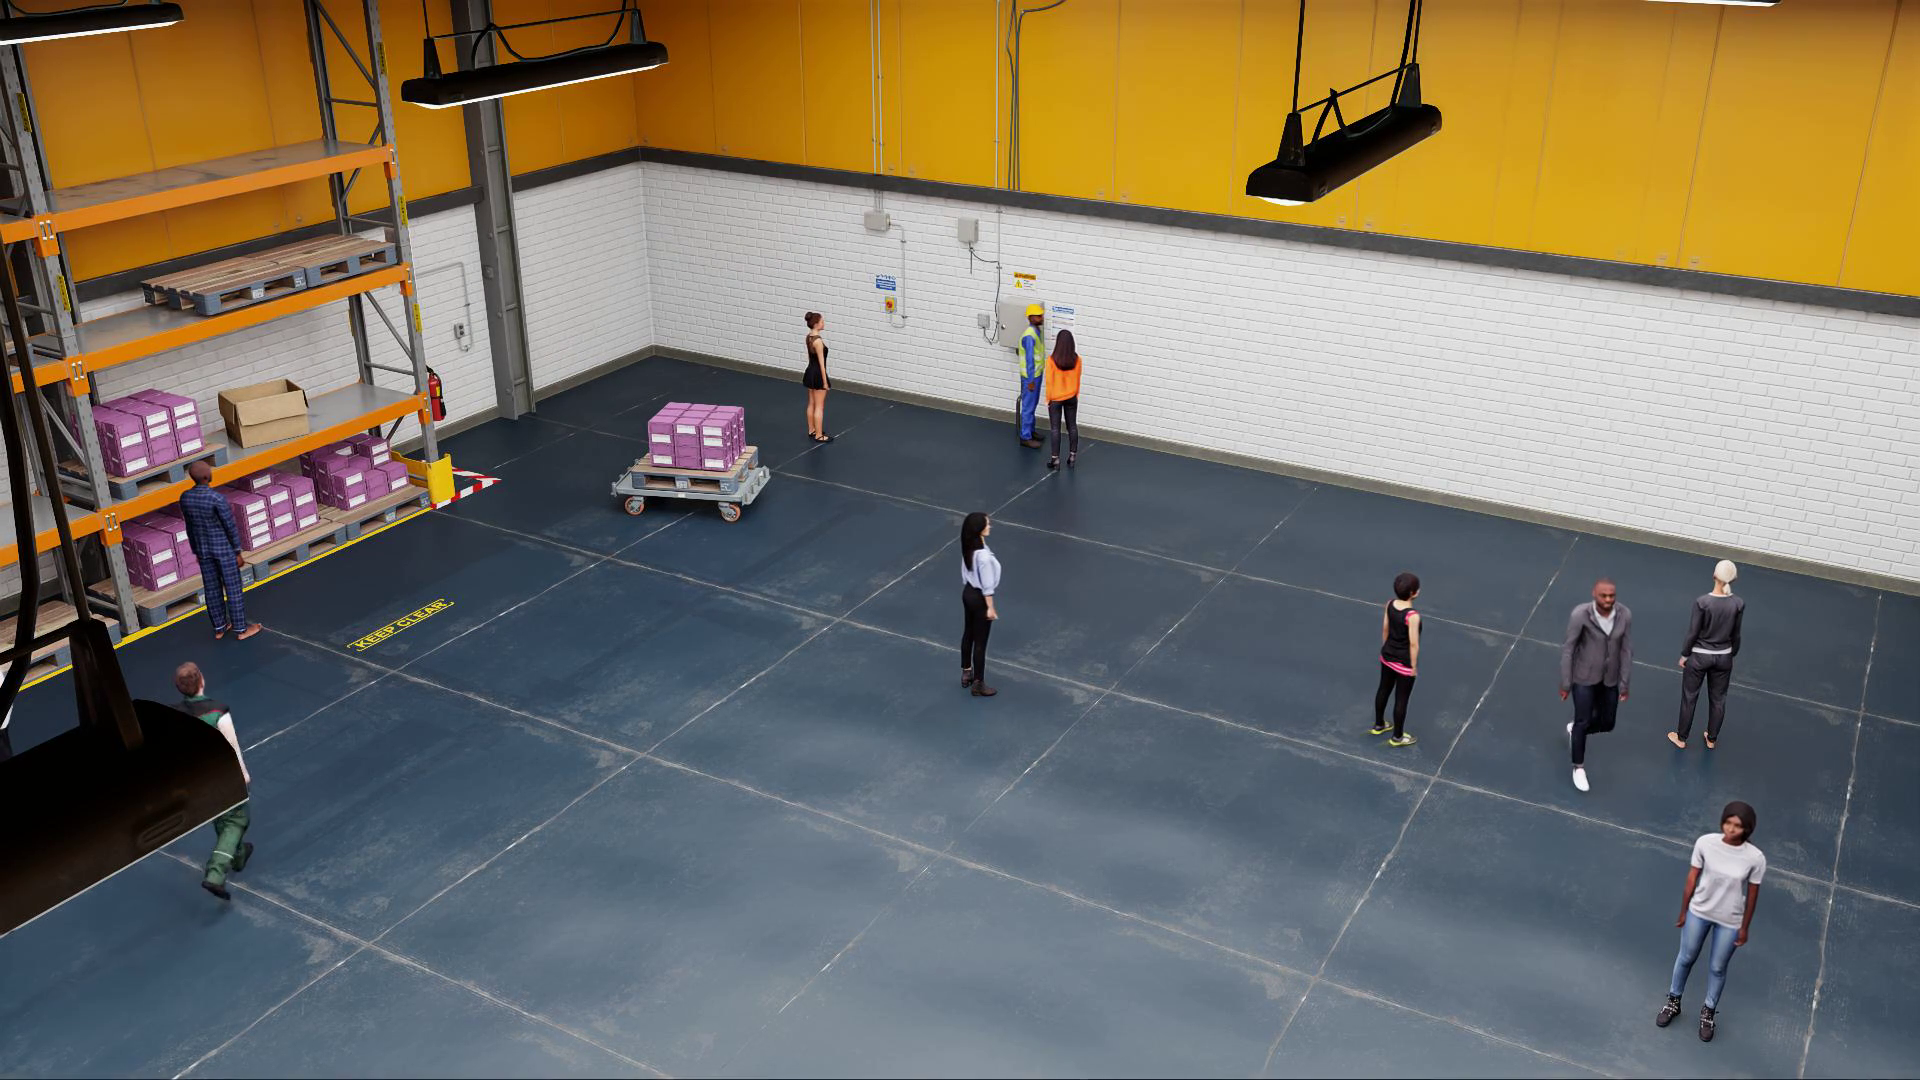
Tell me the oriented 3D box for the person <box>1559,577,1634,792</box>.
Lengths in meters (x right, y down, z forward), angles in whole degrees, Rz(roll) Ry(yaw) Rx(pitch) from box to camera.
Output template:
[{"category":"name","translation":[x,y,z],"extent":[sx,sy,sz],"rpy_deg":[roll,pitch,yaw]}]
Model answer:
[{"category":"person","translation":[5.156,1.111,13.575],"extent":[0.991,1.803,1.081],"rpy_deg":[-1,24,-2]}]

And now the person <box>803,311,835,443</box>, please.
[{"category":"person","translation":[-1.811,-2.073,21.019],"extent":[0.712,1.675,0.677],"rpy_deg":[-11,26,-24]}]

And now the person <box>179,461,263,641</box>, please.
[{"category":"person","translation":[-7.106,0.093,15.885],"extent":[0.741,1.819,0.726],"rpy_deg":[4,24,9]}]

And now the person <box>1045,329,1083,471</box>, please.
[{"category":"person","translation":[1.242,-1.701,20.076],"extent":[0.687,1.748,0.768],"rpy_deg":[-9,25,-19]}]

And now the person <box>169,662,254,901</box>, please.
[{"category":"person","translation":[-5.435,1.753,12.084],"extent":[0.929,1.820,1.158],"rpy_deg":[2,24,5]}]

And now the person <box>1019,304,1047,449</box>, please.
[{"category":"person","translation":[0.914,-2.082,20.867],"extent":[0.769,1.813,0.590],"rpy_deg":[7,25,16]}]

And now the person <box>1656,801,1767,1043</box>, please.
[{"category":"person","translation":[4.848,2.424,10.676],"extent":[0.590,1.719,0.532],"rpy_deg":[15,28,31]}]

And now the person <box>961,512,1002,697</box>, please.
[{"category":"person","translation":[0.151,0.560,14.909],"extent":[0.753,1.743,0.730],"rpy_deg":[-10,25,-21]}]

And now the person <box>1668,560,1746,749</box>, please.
[{"category":"person","translation":[6.323,0.960,14.017],"extent":[0.680,1.726,0.662],"rpy_deg":[2,24,5]}]

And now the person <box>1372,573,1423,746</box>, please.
[{"category":"person","translation":[3.735,0.992,14.161],"extent":[0.662,1.552,0.627],"rpy_deg":[-11,26,-24]}]
